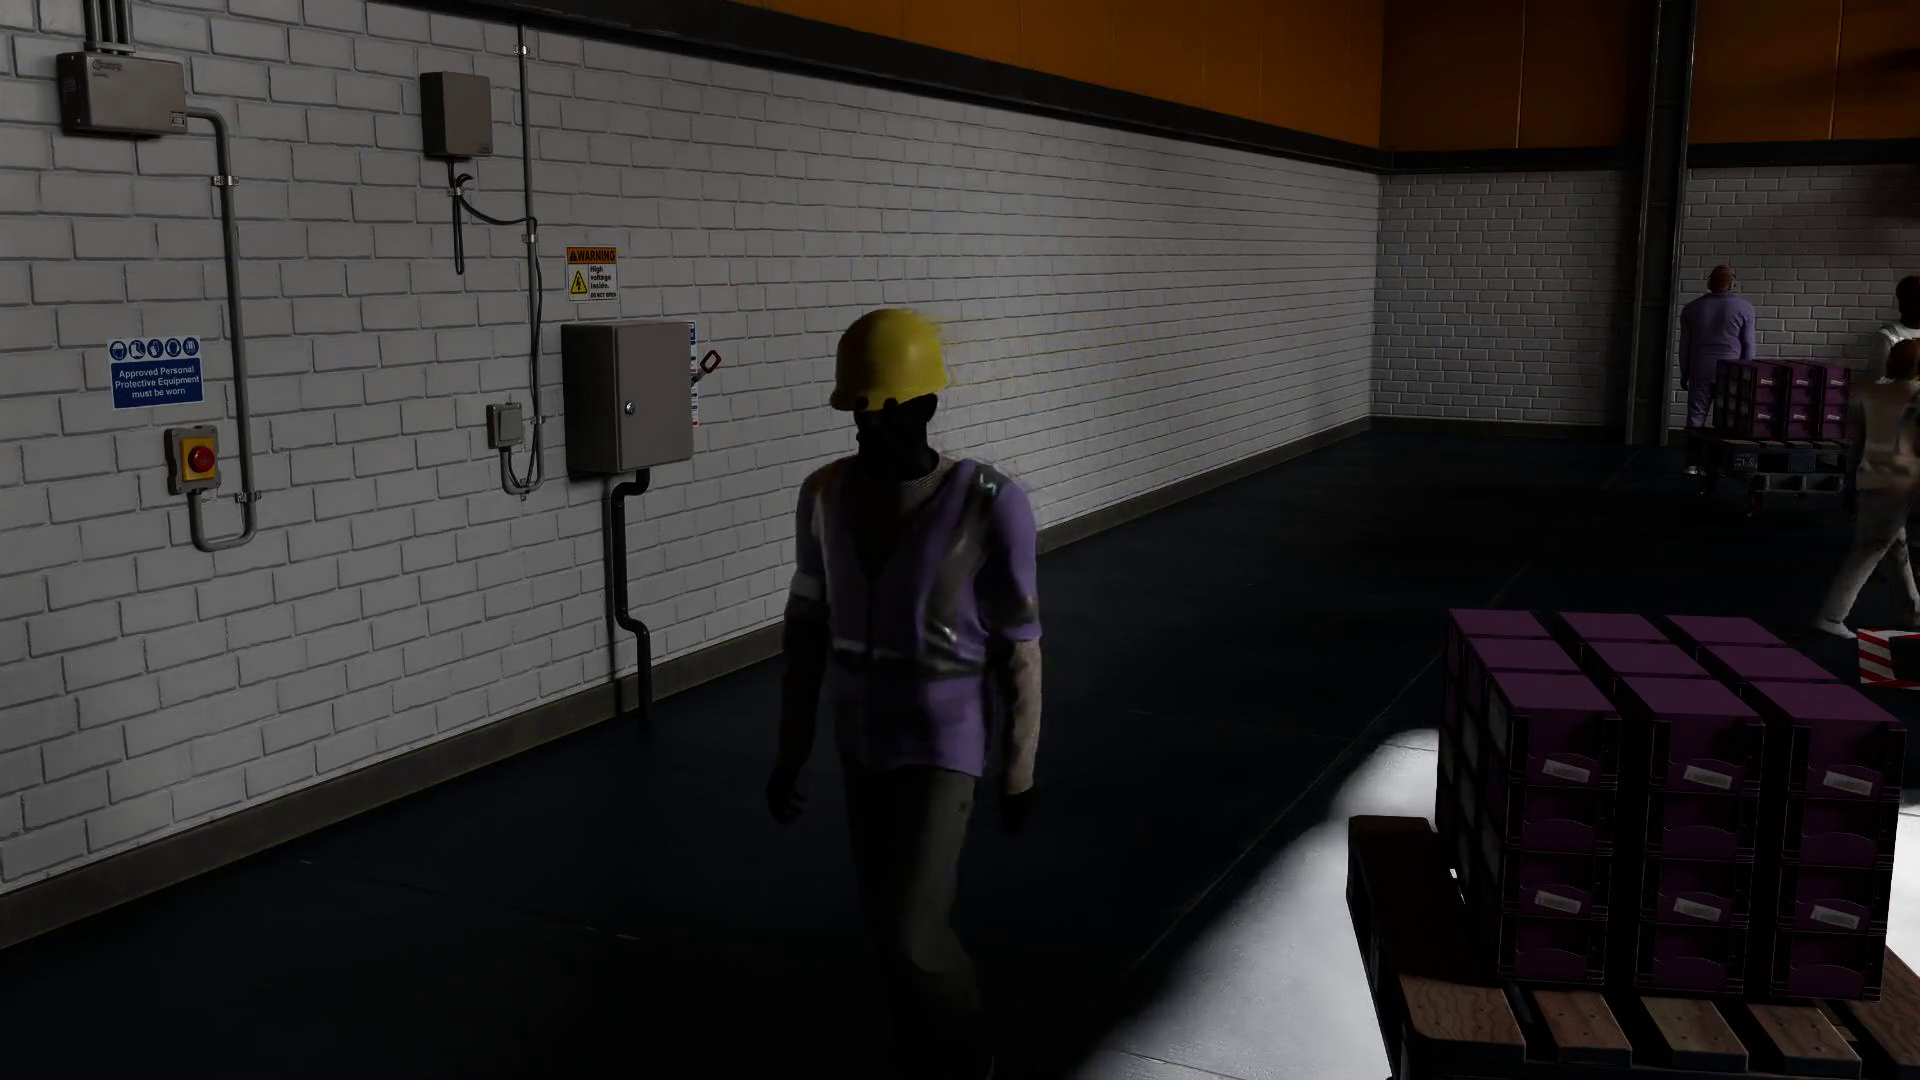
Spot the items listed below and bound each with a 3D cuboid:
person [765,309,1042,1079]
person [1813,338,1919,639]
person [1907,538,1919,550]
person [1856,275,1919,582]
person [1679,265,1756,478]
[{"bbox_3d":[-0.126,0.451,3.645,0.588,1.905,0.421,7,12,36],"label":"person"},{"bbox_3d":[4.893,-0.264,8.734,0.897,1.587,0.528,-2,10,-11],"label":"person"},{"bbox_3d":[6.627,-0.799,11.078,0.429,1.845,0.621,1,10,8],"label":"person"},{"bbox_3d":[5.817,-0.686,10.300,0.584,1.882,0.339,-6,11,-31],"label":"person"},{"bbox_3d":[6.831,-1.515,15.020,0.641,1.913,0.407,7,12,36],"label":"person"}]
